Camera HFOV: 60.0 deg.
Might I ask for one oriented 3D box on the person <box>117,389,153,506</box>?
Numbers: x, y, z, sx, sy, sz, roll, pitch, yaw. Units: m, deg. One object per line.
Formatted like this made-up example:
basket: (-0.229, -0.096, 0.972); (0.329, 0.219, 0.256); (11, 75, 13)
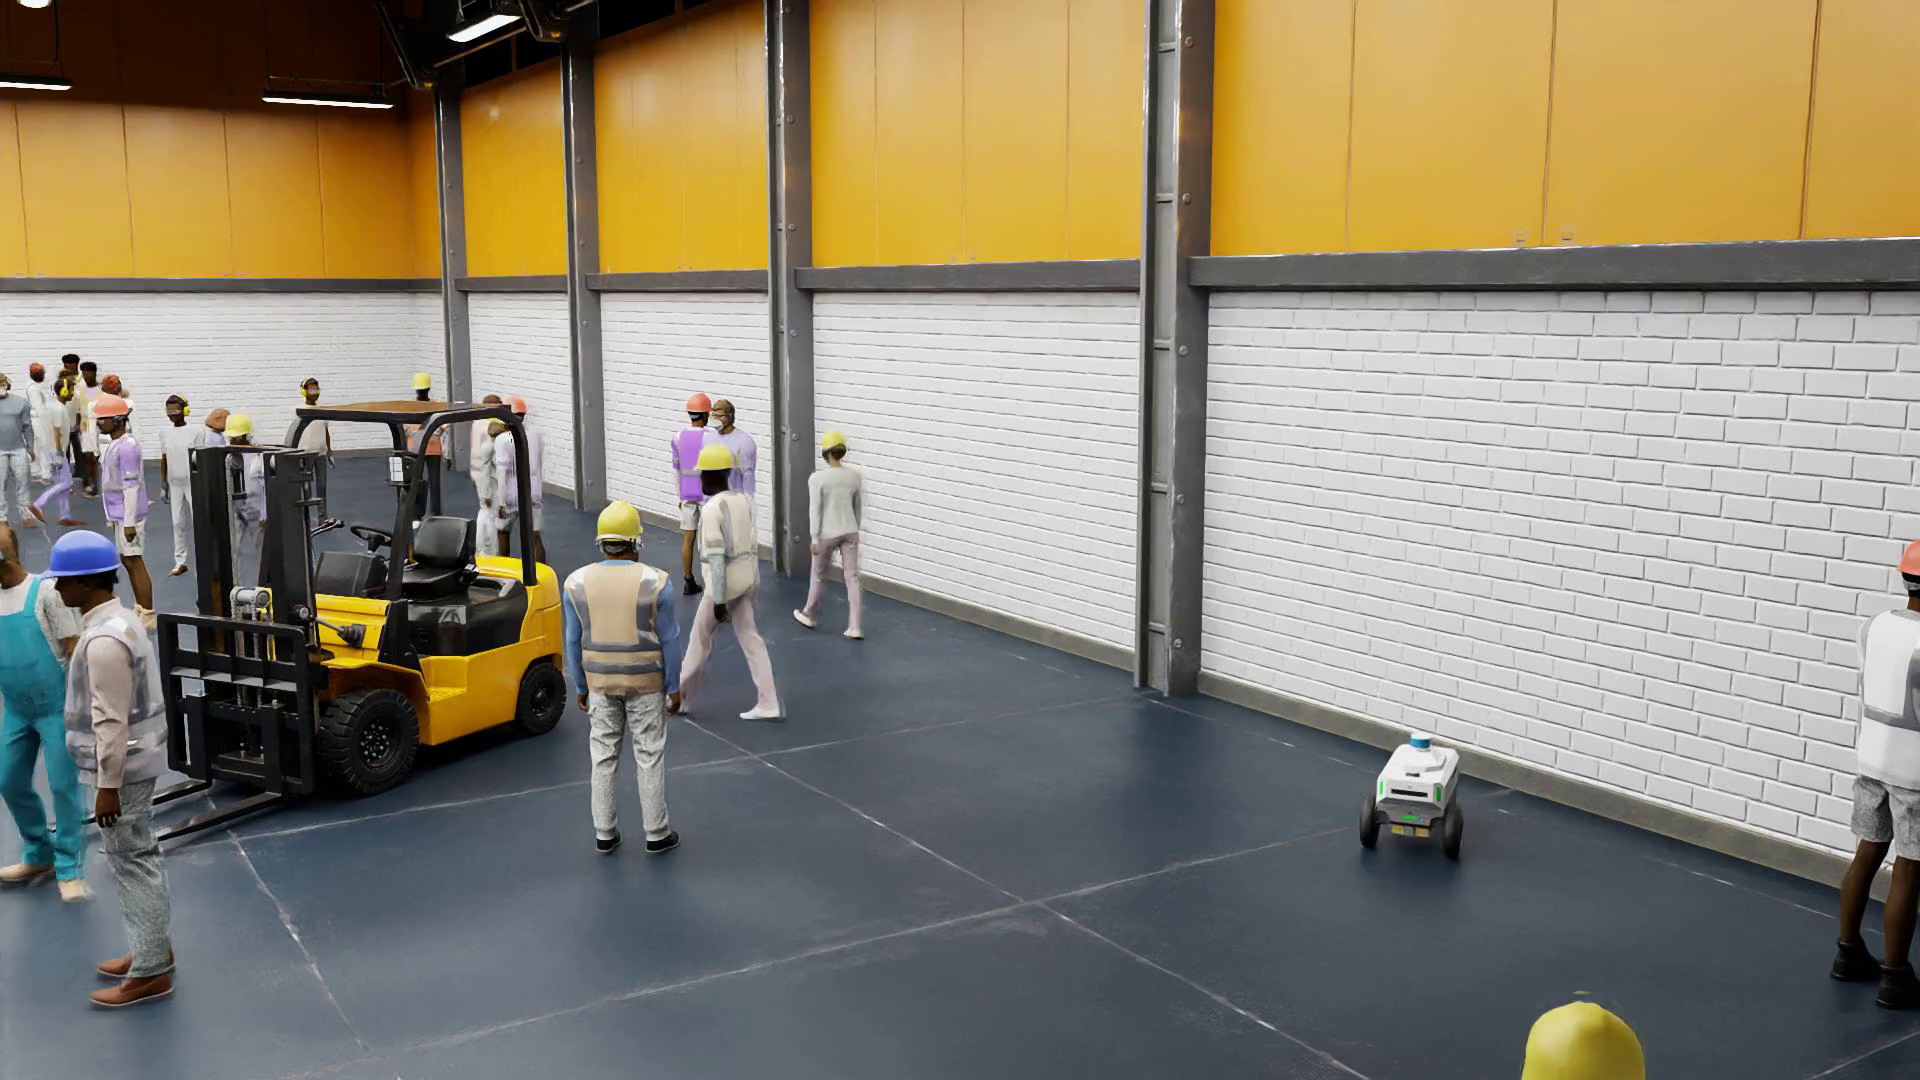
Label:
person: (-11.179, -1.212, 22.231); (0.518, 1.608, 0.722); (2, 9, 15)

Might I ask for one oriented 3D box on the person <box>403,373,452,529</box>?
person: (-6.533, -1.070, 20.308); (0.607, 1.917, 0.465); (-2, 9, -13)

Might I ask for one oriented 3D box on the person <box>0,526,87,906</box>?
person: (-4.388, 0.819, 7.909); (0.638, 1.805, 0.353); (2, 9, 12)

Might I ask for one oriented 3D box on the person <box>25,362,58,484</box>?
person: (-13.923, -1.768, 25.174); (0.430, 1.845, 0.615); (-5, 10, -31)

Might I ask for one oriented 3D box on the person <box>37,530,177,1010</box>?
person: (-3.451, 0.920, 6.769); (0.429, 1.940, 0.615); (-4, 9, -24)

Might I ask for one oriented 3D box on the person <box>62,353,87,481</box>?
person: (-13.624, -1.894, 25.641); (0.604, 1.959, 0.367); (5, 10, 31)

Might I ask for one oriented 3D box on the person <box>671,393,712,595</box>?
person: (-2.463, -0.426, 15.820); (0.545, 1.939, 0.354); (3, 9, 21)

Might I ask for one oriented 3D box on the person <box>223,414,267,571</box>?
person: (-6.570, -0.260, 15.201); (0.602, 1.782, 0.907); (0, 8, 3)

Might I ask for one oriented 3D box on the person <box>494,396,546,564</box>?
person: (-4.257, -0.418, 15.893); (0.830, 1.899, 0.570); (7, 11, 41)

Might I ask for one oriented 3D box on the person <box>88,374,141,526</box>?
person: (-10.429, -1.103, 20.569); (0.575, 1.882, 0.355); (-2, 9, -13)

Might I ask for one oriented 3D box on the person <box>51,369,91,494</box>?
person: (-12.596, -1.522, 23.609); (0.907, 1.813, 0.549); (6, 10, 34)

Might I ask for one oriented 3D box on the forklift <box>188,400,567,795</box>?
forklift: (-3.529, 0.258, 10.348); (1.214, 2.155, 2.313); (4, 9, 25)

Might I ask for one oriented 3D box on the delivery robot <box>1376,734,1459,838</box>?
delivery robot: (2.413, 1.265, 8.748); (0.477, 0.478, 0.707); (4, 9, 23)

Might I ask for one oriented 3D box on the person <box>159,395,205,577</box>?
person: (-7.895, -0.549, 16.930); (0.506, 1.859, 0.332); (1, 8, 5)

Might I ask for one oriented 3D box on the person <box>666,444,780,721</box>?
person: (-1.640, 0.290, 11.208); (1.009, 1.868, 0.607); (3, 9, 20)

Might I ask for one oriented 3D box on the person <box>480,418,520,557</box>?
person: (-4.725, -0.508, 17.080); (0.412, 1.723, 0.506); (3, 9, 17)

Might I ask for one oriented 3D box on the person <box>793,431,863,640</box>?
person: (-1.088, -0.052, 14.010); (0.546, 1.727, 0.875); (-5, 10, -32)

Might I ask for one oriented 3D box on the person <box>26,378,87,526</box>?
person: (-11.138, -1.061, 20.439); (0.594, 1.841, 0.534); (-6, 10, -33)

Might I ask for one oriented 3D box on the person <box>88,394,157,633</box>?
person: (-7.094, -0.215, 14.072); (0.397, 2.034, 0.605); (-6, 10, -34)

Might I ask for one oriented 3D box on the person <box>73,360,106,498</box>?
person: (-12.182, -1.573, 23.523); (0.622, 1.943, 0.660); (0, 8, -1)

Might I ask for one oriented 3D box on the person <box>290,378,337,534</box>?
person: (-7.776, -1.014, 20.018); (0.317, 1.867, 0.531); (7, 11, 38)

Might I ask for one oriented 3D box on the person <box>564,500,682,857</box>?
person: (-1.698, 0.712, 8.490); (0.590, 1.837, 0.404); (1, 8, 6)

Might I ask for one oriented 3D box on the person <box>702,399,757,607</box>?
person: (-2.113, -0.327, 15.204); (0.624, 1.931, 0.377); (6, 10, 34)

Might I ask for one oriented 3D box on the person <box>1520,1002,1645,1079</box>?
person: (1.063, 1.598, 2.917); (0.535, 1.719, 0.931); (2, 9, 15)

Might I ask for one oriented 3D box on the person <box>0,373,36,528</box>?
person: (-11.630, -1.078, 20.276); (0.636, 1.928, 0.390); (-7, 11, -39)

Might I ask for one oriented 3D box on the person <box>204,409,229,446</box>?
person: (-8.152, -0.632, 18.282); (0.304, 1.622, 0.516); (-4, 9, -26)

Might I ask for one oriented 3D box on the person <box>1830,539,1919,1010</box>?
person: (3.864, 0.927, 6.752); (0.398, 1.928, 0.542); (-1, 9, -10)
